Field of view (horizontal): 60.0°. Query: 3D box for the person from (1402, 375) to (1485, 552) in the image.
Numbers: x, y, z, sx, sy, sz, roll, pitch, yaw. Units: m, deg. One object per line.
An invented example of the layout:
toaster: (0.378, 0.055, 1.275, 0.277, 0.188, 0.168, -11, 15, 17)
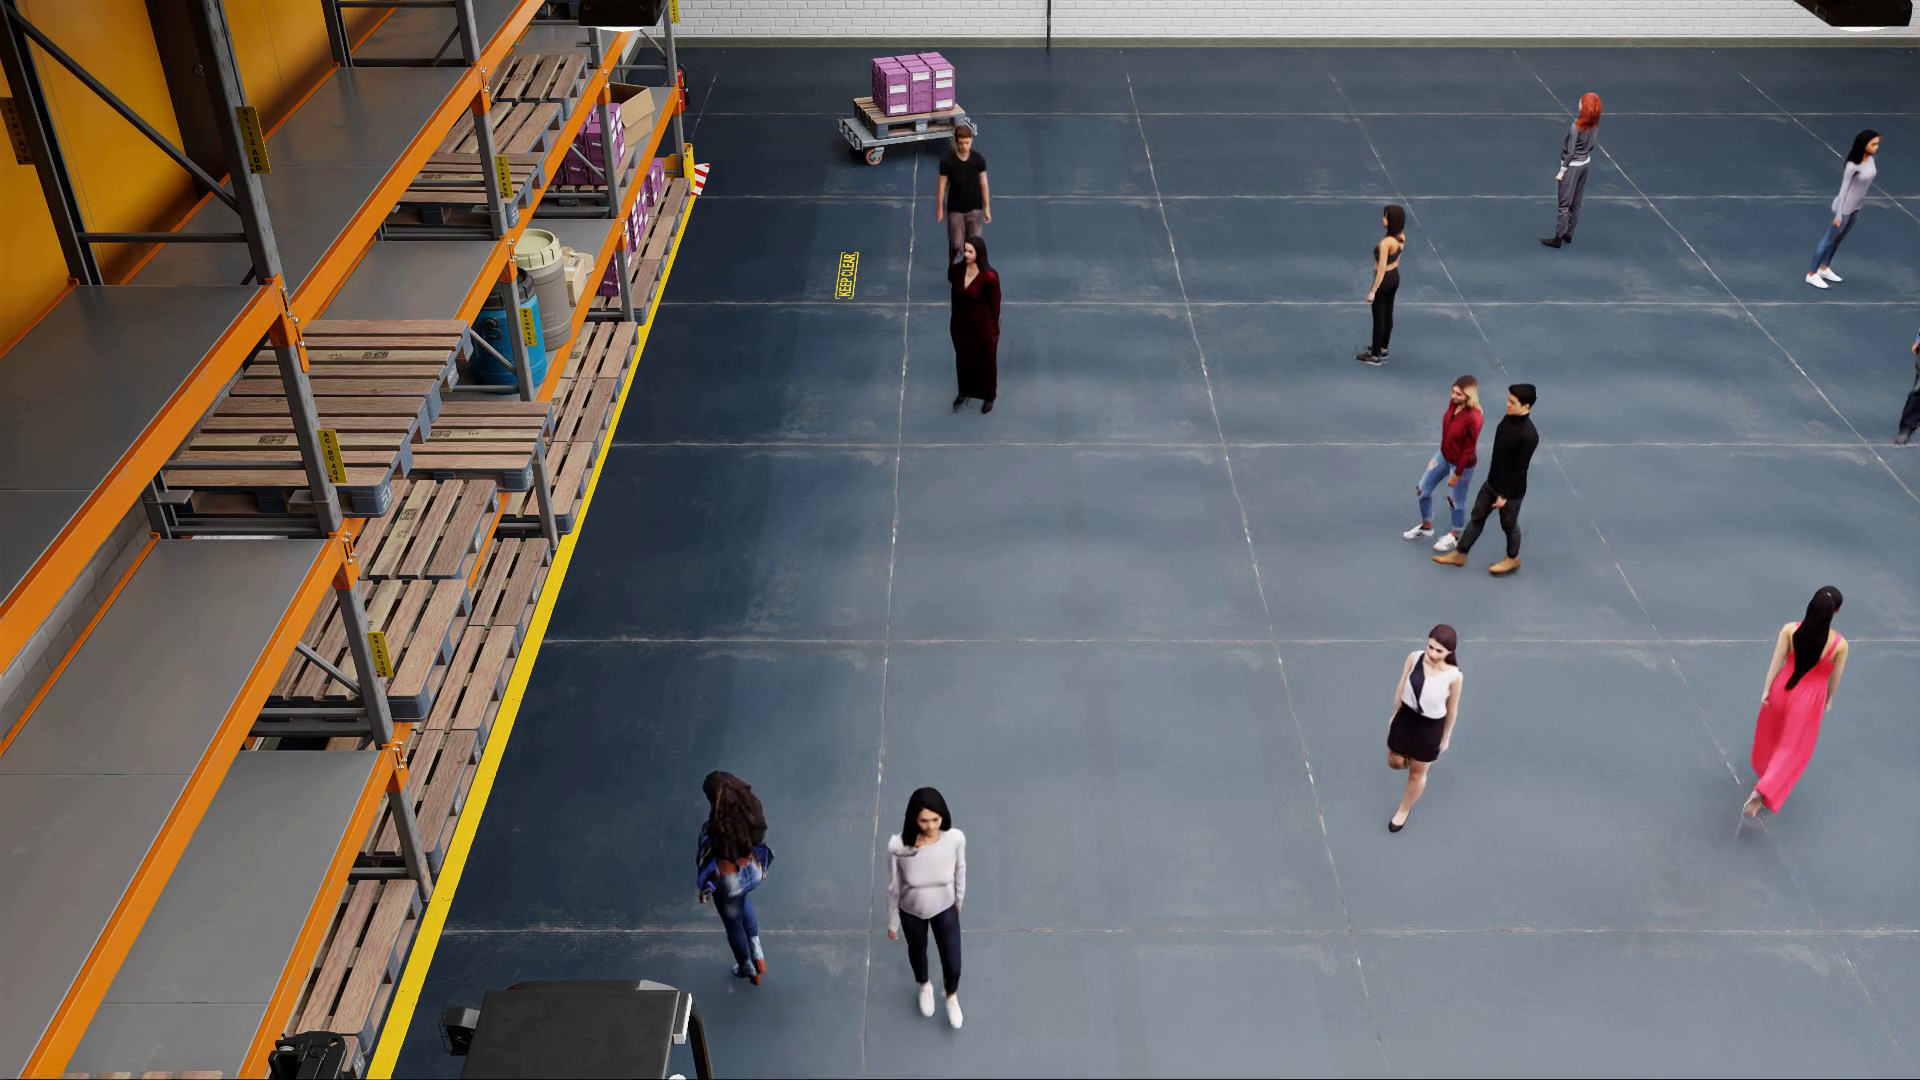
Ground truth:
person: (4.096, -0.637, 13.539, 0.768, 1.618, 0.694, -13, 36, -18)

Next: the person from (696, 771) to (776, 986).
person: (-1.236, 1.997, 9.585, 0.806, 1.610, 0.744, 29, 43, 36)

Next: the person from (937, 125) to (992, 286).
person: (0.026, -3.575, 17.754, 0.787, 1.846, 0.813, -9, 35, -13)

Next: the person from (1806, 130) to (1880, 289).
person: (9.484, -3.563, 17.838, 0.686, 1.733, 0.726, -23, 40, -31)

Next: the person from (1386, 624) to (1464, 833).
person: (3.021, 1.179, 10.788, 0.775, 1.640, 0.852, 23, 40, 30)

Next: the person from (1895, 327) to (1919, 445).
person: (8.981, -1.791, 15.130, 1.100, 1.780, 1.251, 21, 39, 29)

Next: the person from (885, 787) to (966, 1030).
person: (-0.200, 2.023, 9.473, 0.636, 1.690, 0.620, -4, 34, -5)

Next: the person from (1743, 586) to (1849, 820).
person: (5.433, 1.098, 10.855, 0.993, 1.701, 1.084, 26, 41, 33)

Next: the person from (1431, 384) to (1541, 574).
person: (4.383, -0.454, 13.195, 0.834, 1.695, 0.948, -5, 34, -8)

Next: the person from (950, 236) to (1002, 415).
person: (0.147, -2.012, 15.484, 0.777, 1.756, 0.803, 20, 38, 27)

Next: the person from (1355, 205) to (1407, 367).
person: (4.185, -2.509, 16.333, 0.686, 1.644, 0.610, 25, 41, 32)

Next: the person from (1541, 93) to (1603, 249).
person: (6.911, -4.165, 18.701, 0.655, 1.780, 0.684, -22, 39, -29)
